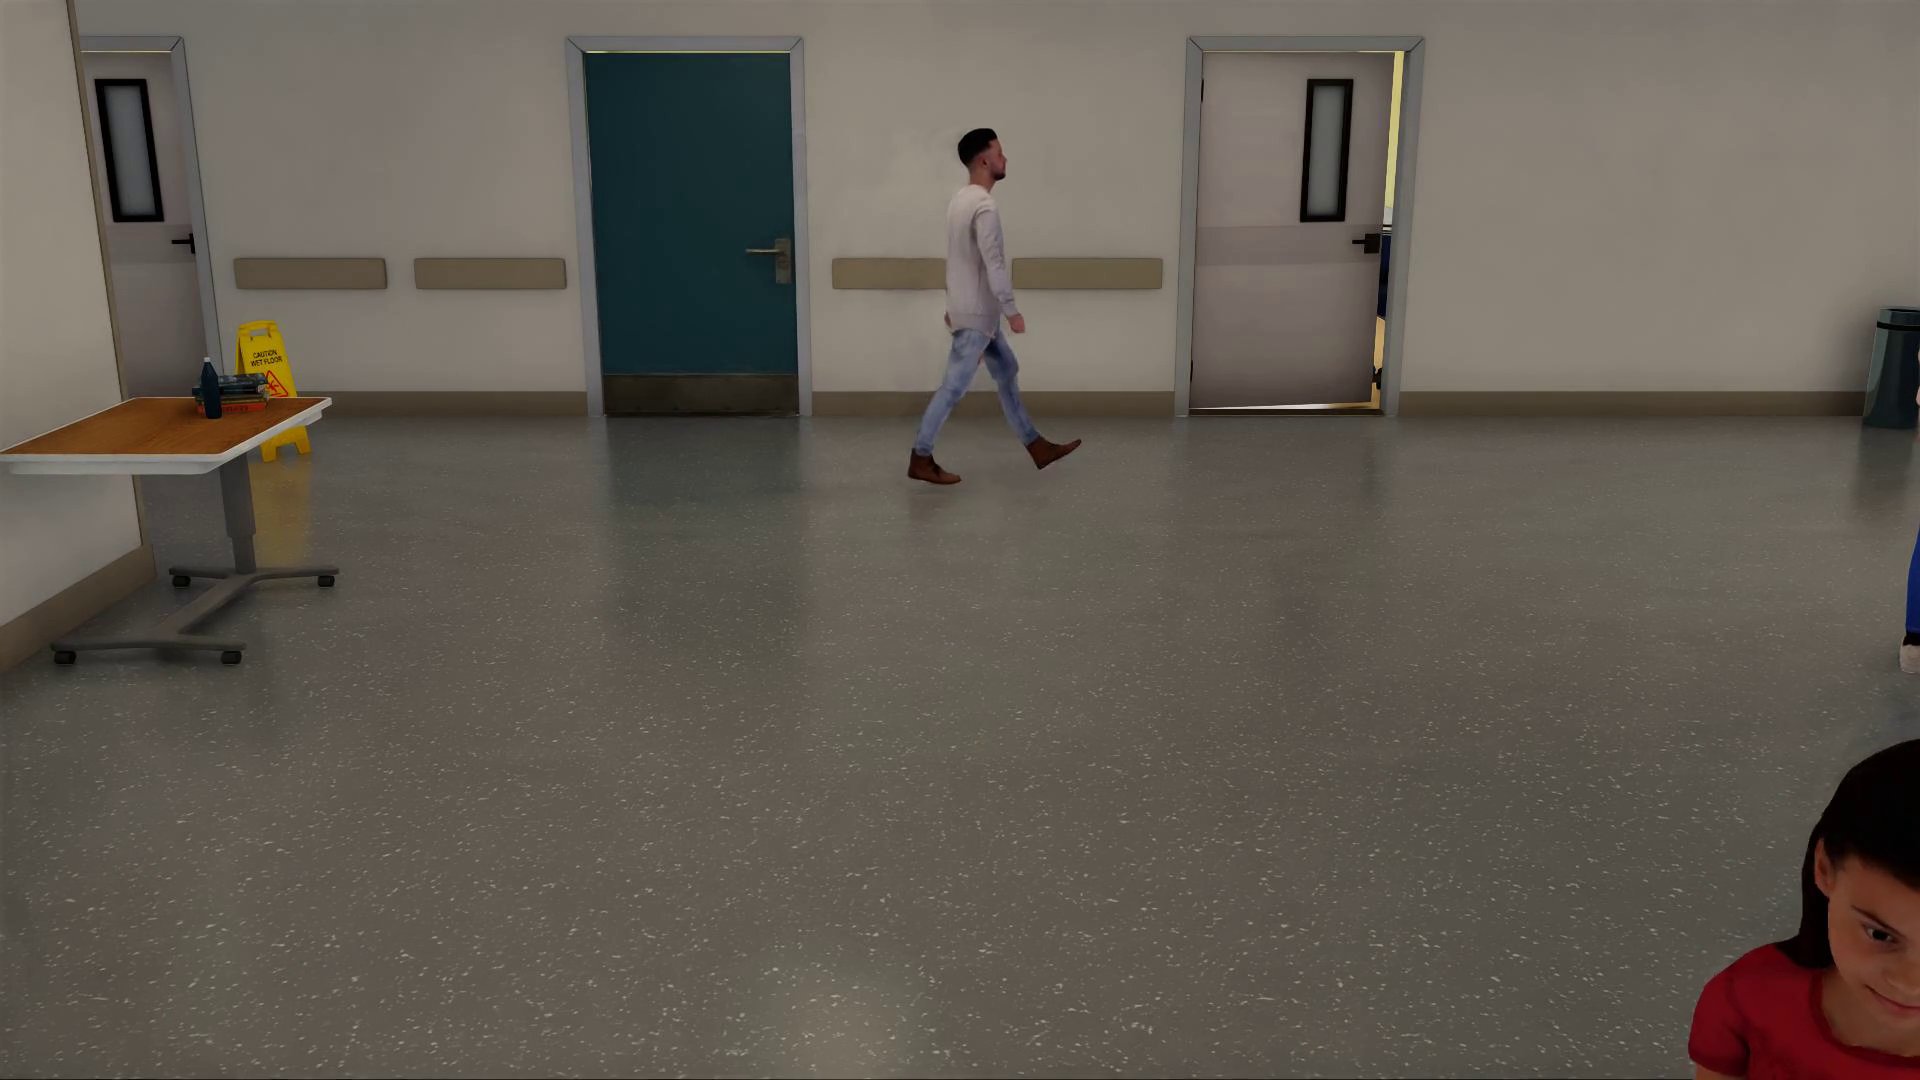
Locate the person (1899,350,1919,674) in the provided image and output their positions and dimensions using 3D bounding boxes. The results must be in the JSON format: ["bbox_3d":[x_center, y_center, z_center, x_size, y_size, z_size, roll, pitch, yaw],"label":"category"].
[{"bbox_3d":[3.579,-0.373,5.814,0.770,1.769,0.713,-15,22,-42],"label":"person"}]

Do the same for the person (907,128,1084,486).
[{"bbox_3d":[0.003,-1.129,8.455,1.234,1.790,0.837,-3,16,-10],"label":"person"}]
